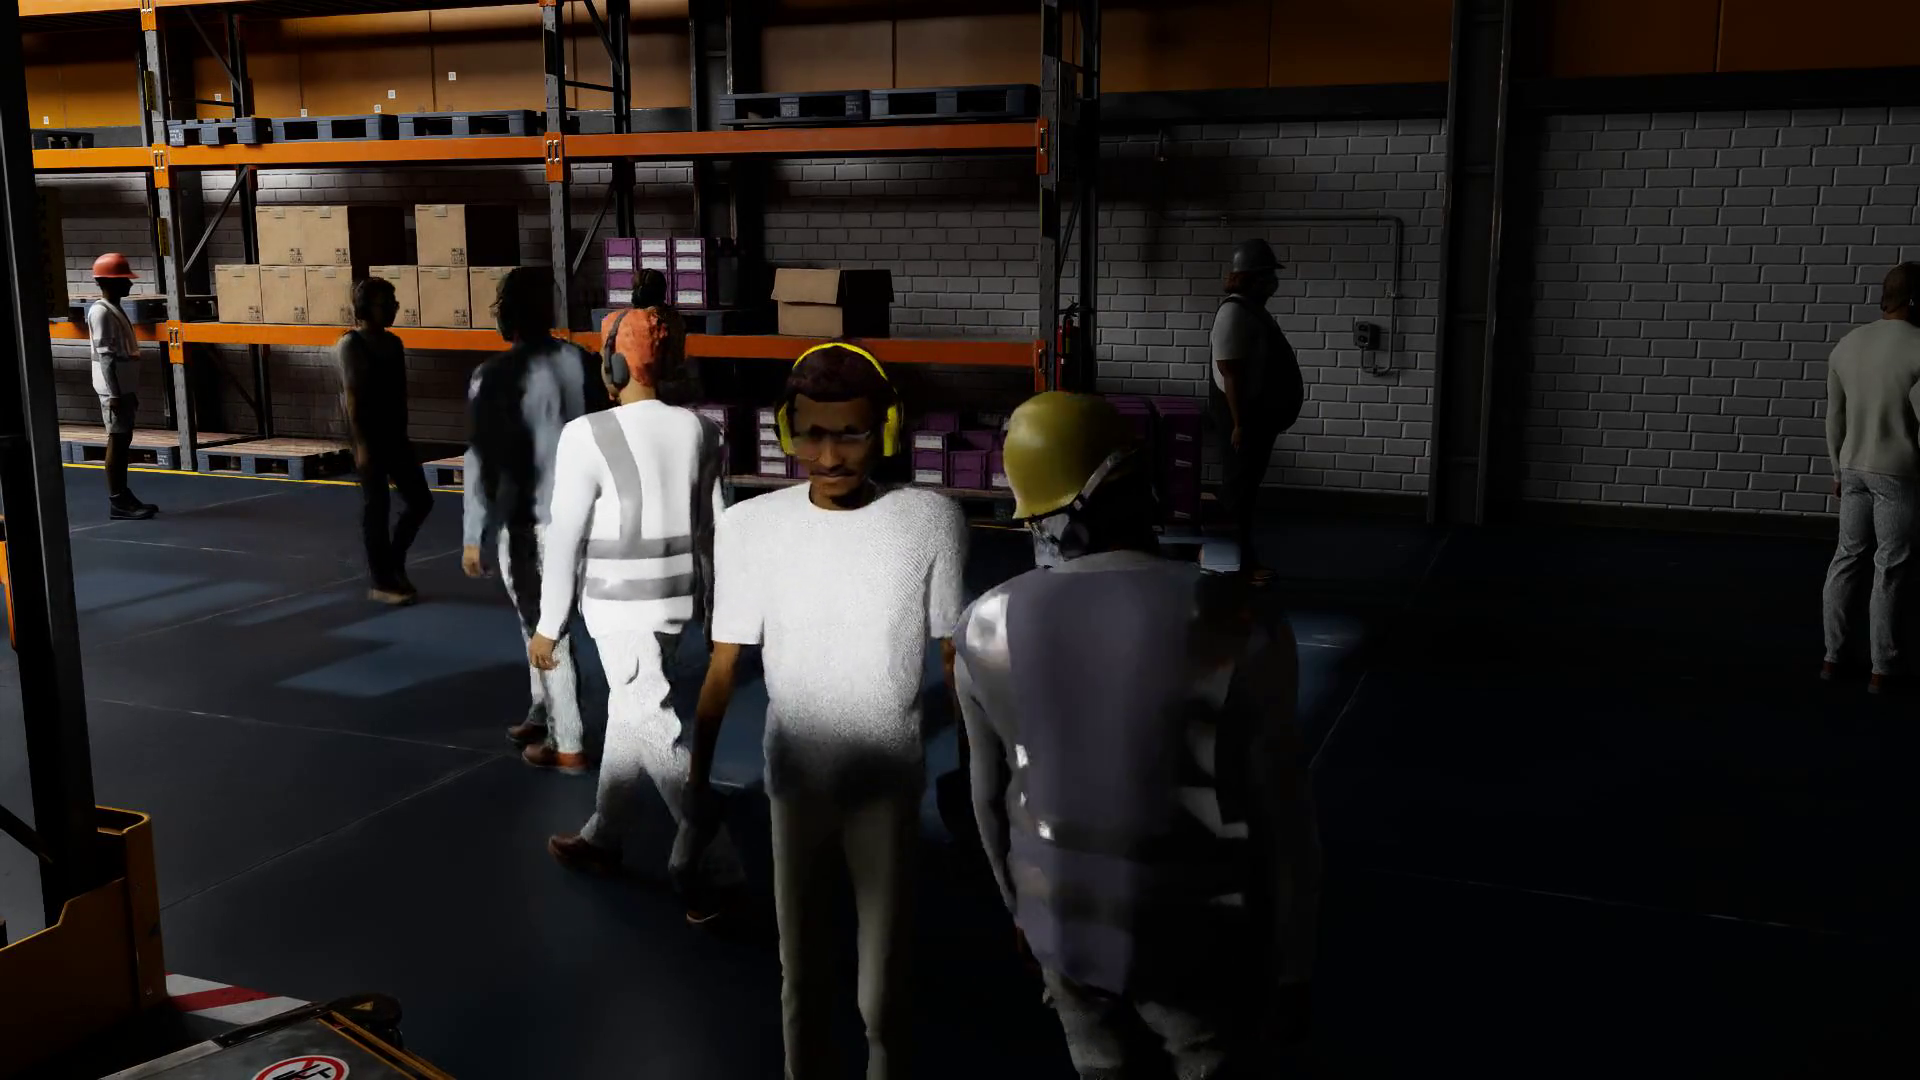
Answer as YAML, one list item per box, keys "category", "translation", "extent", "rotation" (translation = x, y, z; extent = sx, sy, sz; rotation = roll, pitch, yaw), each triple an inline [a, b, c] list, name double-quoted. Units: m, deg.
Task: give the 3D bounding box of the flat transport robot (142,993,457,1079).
- category: "flat transport robot"
  translation: [-1.667, 1.302, 3.336]
  extent: [0.652, 0.197, 1.431]
  rotation: [9, 14, 41]

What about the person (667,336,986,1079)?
- category: "person"
  translation: [-0.247, 0.522, 3.299]
  extent: [0.606, 1.844, 0.475]
  rotation: [1, 10, 7]

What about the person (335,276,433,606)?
- category: "person"
  translation: [-3.196, -0.532, 9.207]
  extent: [0.396, 1.831, 0.527]
  rotation: [4, 11, 23]

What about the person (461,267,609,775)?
- category: "person"
  translation: [-1.683, -0.065, 6.343]
  extent: [0.668, 1.921, 0.655]
  rotation: [5, 11, 26]

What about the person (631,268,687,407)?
- category: "person"
  translation: [-2.091, -0.927, 11.378]
  extent: [0.430, 1.843, 0.625]
  rotation: [2, 10, 12]

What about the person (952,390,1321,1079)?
- category: "person"
  translation: [0.317, 0.646, 2.793]
  extent: [0.640, 1.780, 0.445]
  rotation: [6, 12, 29]

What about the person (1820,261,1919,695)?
- category: "person"
  translation: [4.178, -0.277, 7.497]
  extent: [0.372, 1.937, 0.627]
  rotation: [-3, 11, -17]

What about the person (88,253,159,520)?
- category: "person"
  translation: [-6.132, -1.116, 12.161]
  extent: [0.355, 1.939, 0.543]
  rotation: [-3, 11, -17]

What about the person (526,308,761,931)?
- category: "person"
  translation: [-0.938, 0.225, 5.008]
  extent: [1.006, 1.841, 0.577]
  rotation: [7, 12, 35]

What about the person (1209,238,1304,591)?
- category: "person"
  translation: [1.728, -0.726, 9.704]
  extent: [0.537, 2.000, 0.682]
  rotation: [3, 11, 17]
